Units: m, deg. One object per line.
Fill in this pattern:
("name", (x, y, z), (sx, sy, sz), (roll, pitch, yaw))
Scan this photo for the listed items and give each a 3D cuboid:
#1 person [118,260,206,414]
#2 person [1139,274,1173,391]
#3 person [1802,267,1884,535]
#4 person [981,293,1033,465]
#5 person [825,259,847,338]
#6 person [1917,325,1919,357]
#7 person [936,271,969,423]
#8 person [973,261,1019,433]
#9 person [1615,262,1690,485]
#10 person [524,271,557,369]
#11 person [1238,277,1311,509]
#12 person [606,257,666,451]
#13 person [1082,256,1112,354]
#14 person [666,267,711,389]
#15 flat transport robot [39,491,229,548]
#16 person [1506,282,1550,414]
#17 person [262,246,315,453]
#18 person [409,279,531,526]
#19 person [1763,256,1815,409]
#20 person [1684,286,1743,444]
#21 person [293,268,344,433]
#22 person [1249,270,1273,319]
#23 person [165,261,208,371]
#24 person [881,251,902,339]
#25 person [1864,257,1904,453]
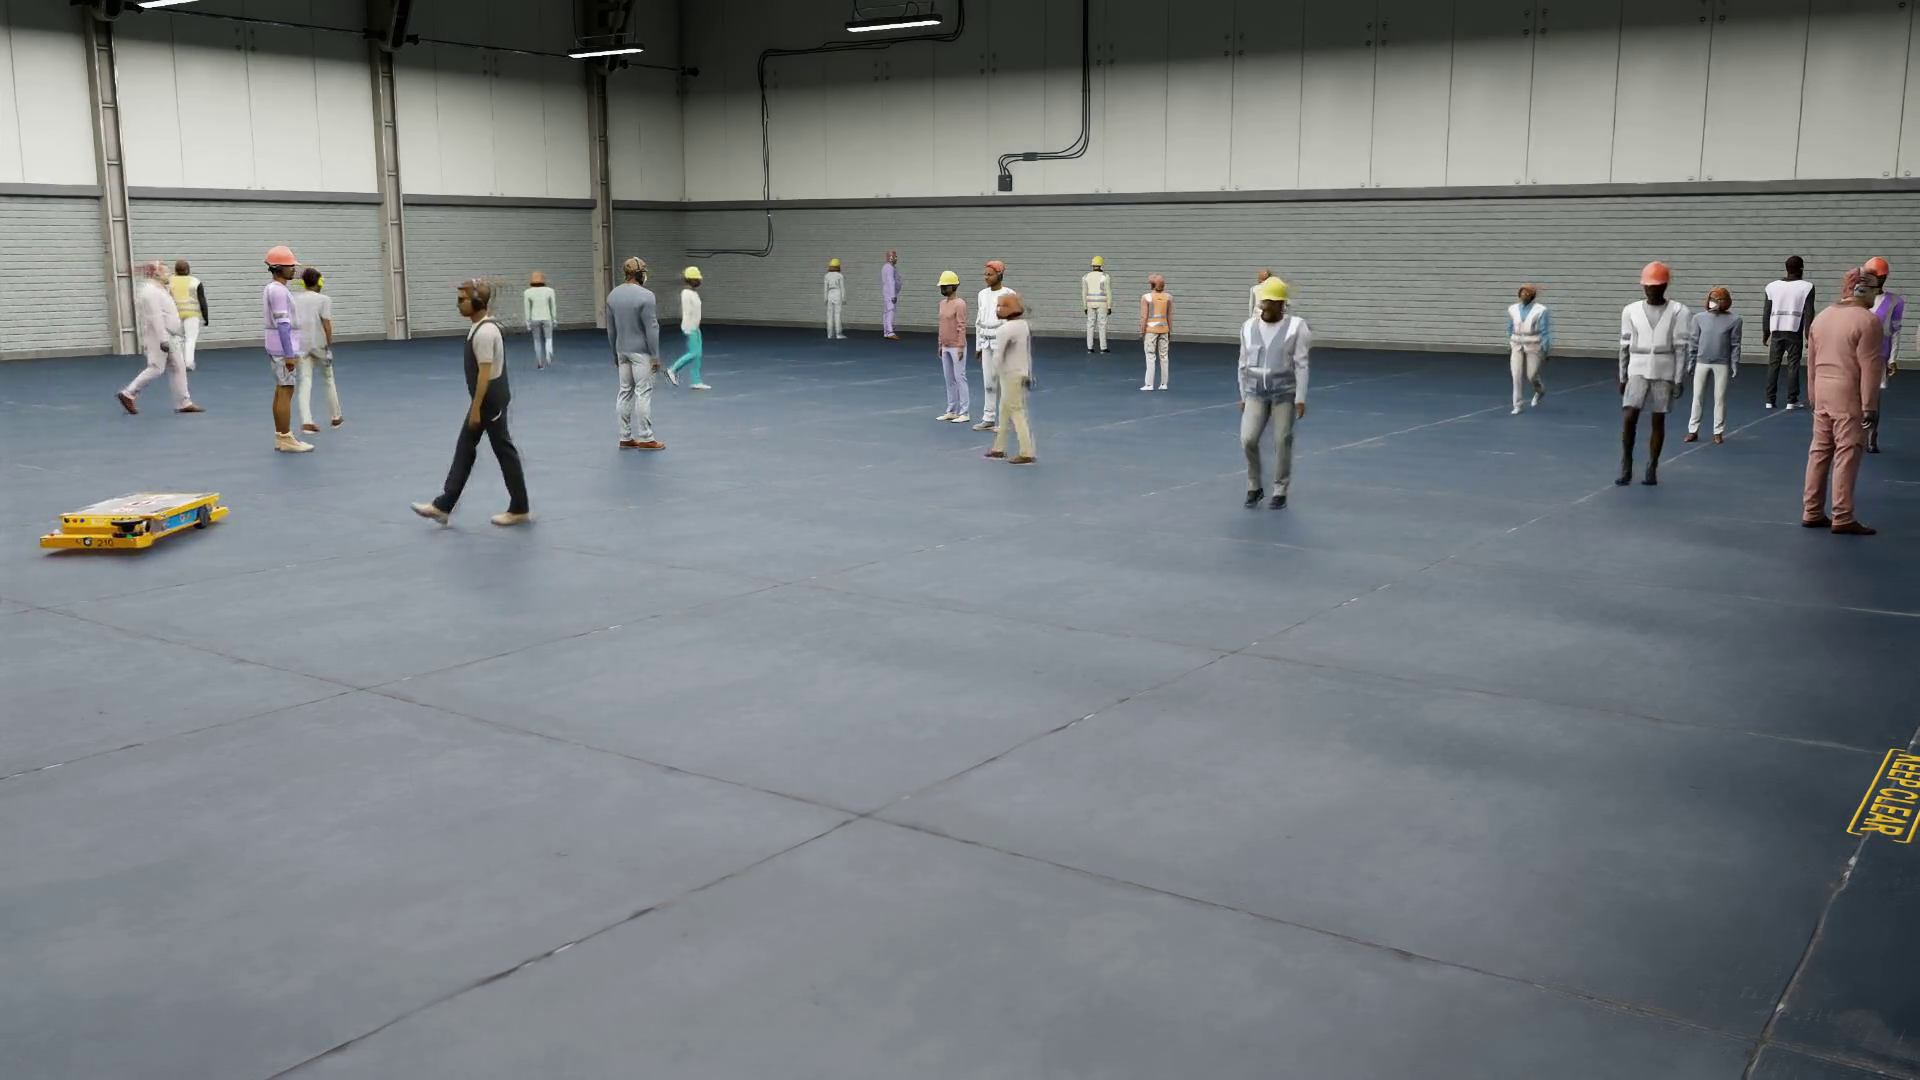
("person", (-9.792, -2.466, 20.276), (0.868, 1.880, 0.637), (-1, 10, -8))
("person", (2.760, -2.914, 23.419), (0.522, 1.645, 0.305), (-5, 11, -25))
("person", (6.385, -0.998, 11.964), (0.399, 1.904, 0.644), (-2, 10, -10))
("person", (0.397, -1.513, 15.648), (0.719, 1.602, 0.535), (6, 12, 29))
("person", (-2.721, -5.279, 36.398), (0.492, 1.741, 0.323), (5, 11, 28))
("person", (11.697, -2.312, 19.798), (0.540, 1.717, 0.926), (6, 12, 29))
("person", (-0.106, -2.244, 19.363), (0.350, 1.759, 0.522), (-6, 12, -32))
("person", (0.397, -2.123, 18.317), (0.584, 1.882, 0.337), (9, 14, 43))
("person", (5.892, -1.397, 14.175), (0.556, 1.912, 0.655), (5, 11, 26))
("person", (-6.898, -3.609, 27.365), (0.525, 1.617, 0.491), (-3, 11, -18))
("person", (2.423, -1.127, 12.946), (0.602, 1.814, 0.495), (5, 11, 27))
("person", (-3.248, -1.856, 16.669), (0.638, 1.938, 0.357), (7, 12, 34))
("person", (2.599, -4.422, 31.328), (0.588, 1.837, 0.404), (5, 11, 27))
("person", (-3.856, -3.004, 23.641), (0.517, 1.751, 0.527), (1, 10, 6))
("flat transport robot", (-5.836, -0.156, 11.822), (0.652, 0.197, 1.431), (0, 10, 0))
("person", (6.967, -2.344, 20.340), (0.520, 1.615, 0.582), (8, 13, 37))
("person", (-6.705, -1.888, 16.552), (0.378, 2.045, 0.605), (-6, 12, -29))
("person", (-3.587, -0.976, 12.105), (0.905, 1.805, 0.539), (-5, 11, -25))
("person", (10.419, -2.608, 20.947), (0.594, 1.915, 0.373), (9, 14, 43))
("person", (7.844, -1.819, 17.319), (0.498, 1.633, 0.284), (7, 12, 33))
("person", (-7.140, -2.104, 18.445), (0.506, 1.801, 0.961), (1, 10, 4))
("person", (5.041, -3.664, 27.633), (0.518, 1.639, 0.312), (8, 13, 38))
("person", (-12.690, -3.674, 27.261), (0.644, 1.802, 0.955), (-2, 10, -11))
("person", (-1.480, -5.306, 36.085), (0.407, 1.910, 0.638), (-3, 10, -15))
("person", (9.028, -1.831, 16.532), (0.542, 1.939, 0.361), (5, 11, 27))
